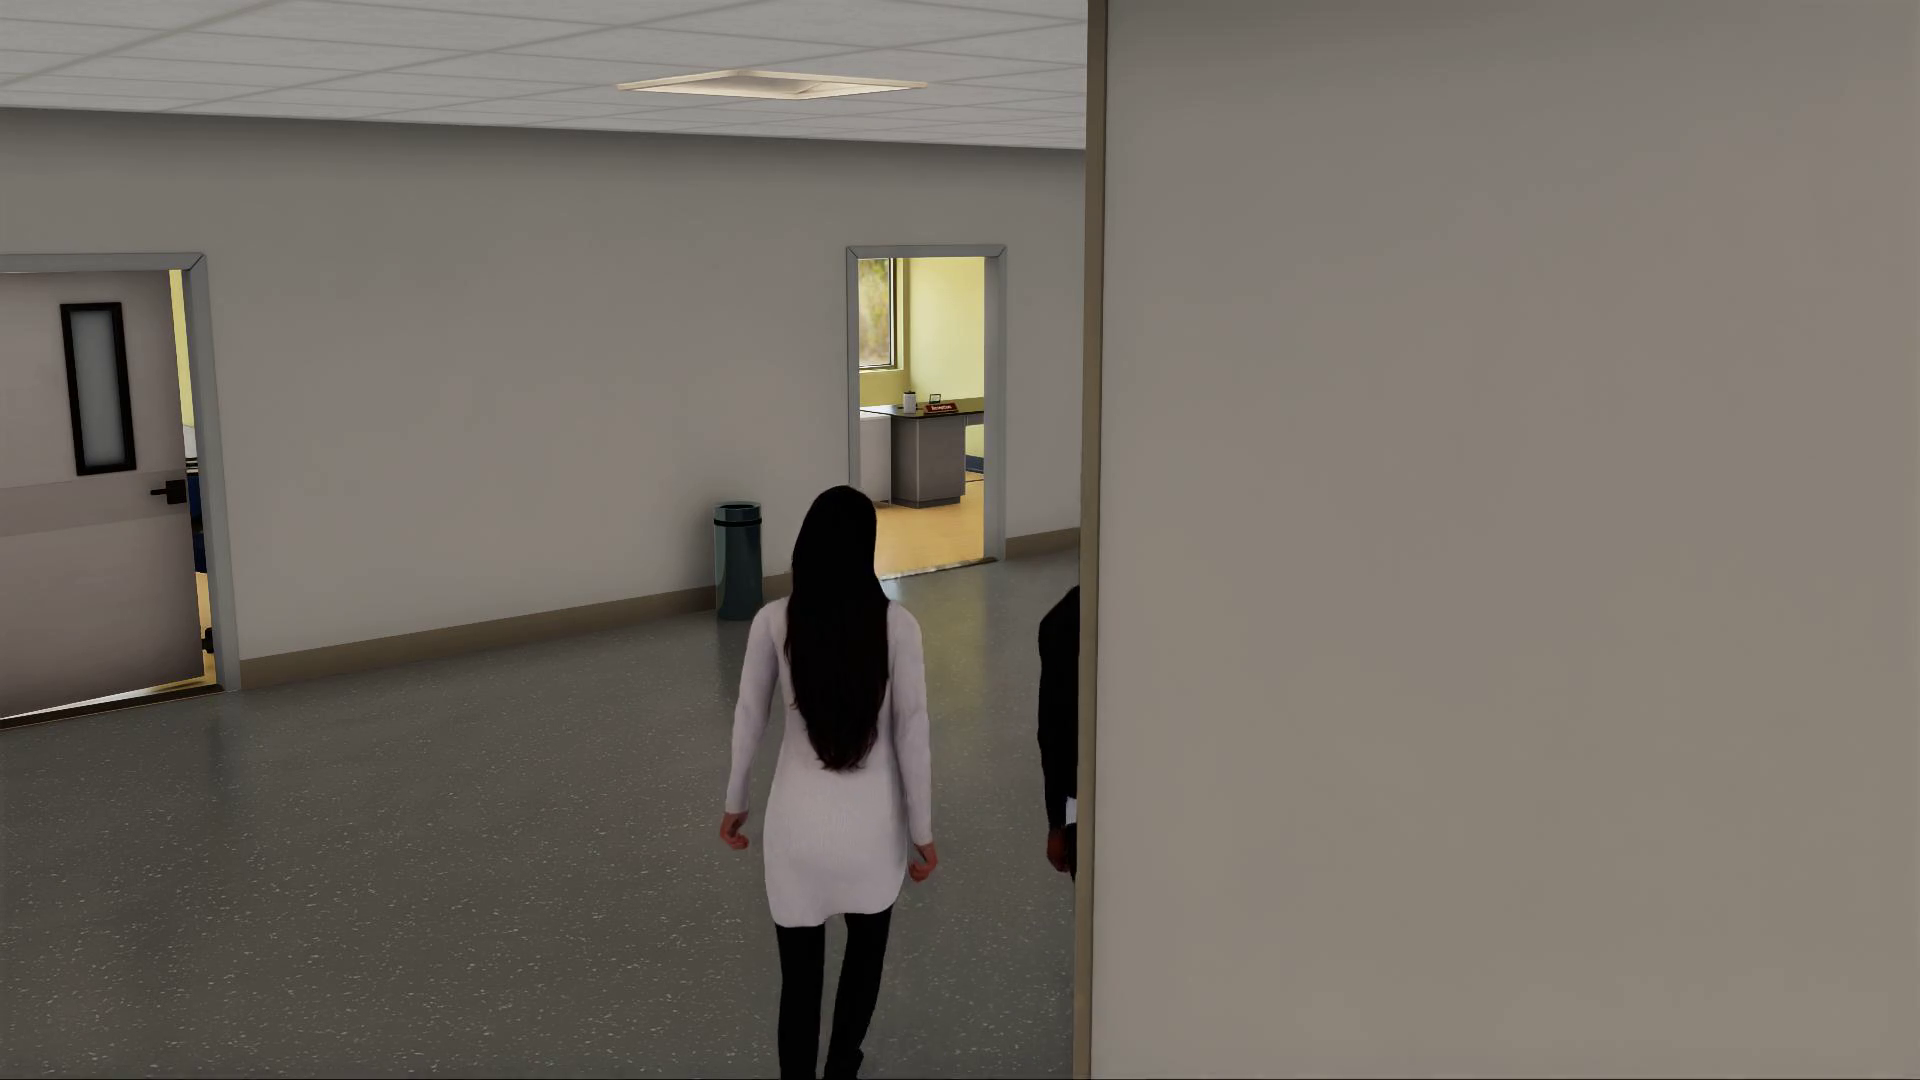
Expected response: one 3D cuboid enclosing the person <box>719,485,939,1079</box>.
[{"bbox_3d":[-0.325,0.782,4.208,0.881,1.783,0.946,0,11,0],"label":"person"}]
